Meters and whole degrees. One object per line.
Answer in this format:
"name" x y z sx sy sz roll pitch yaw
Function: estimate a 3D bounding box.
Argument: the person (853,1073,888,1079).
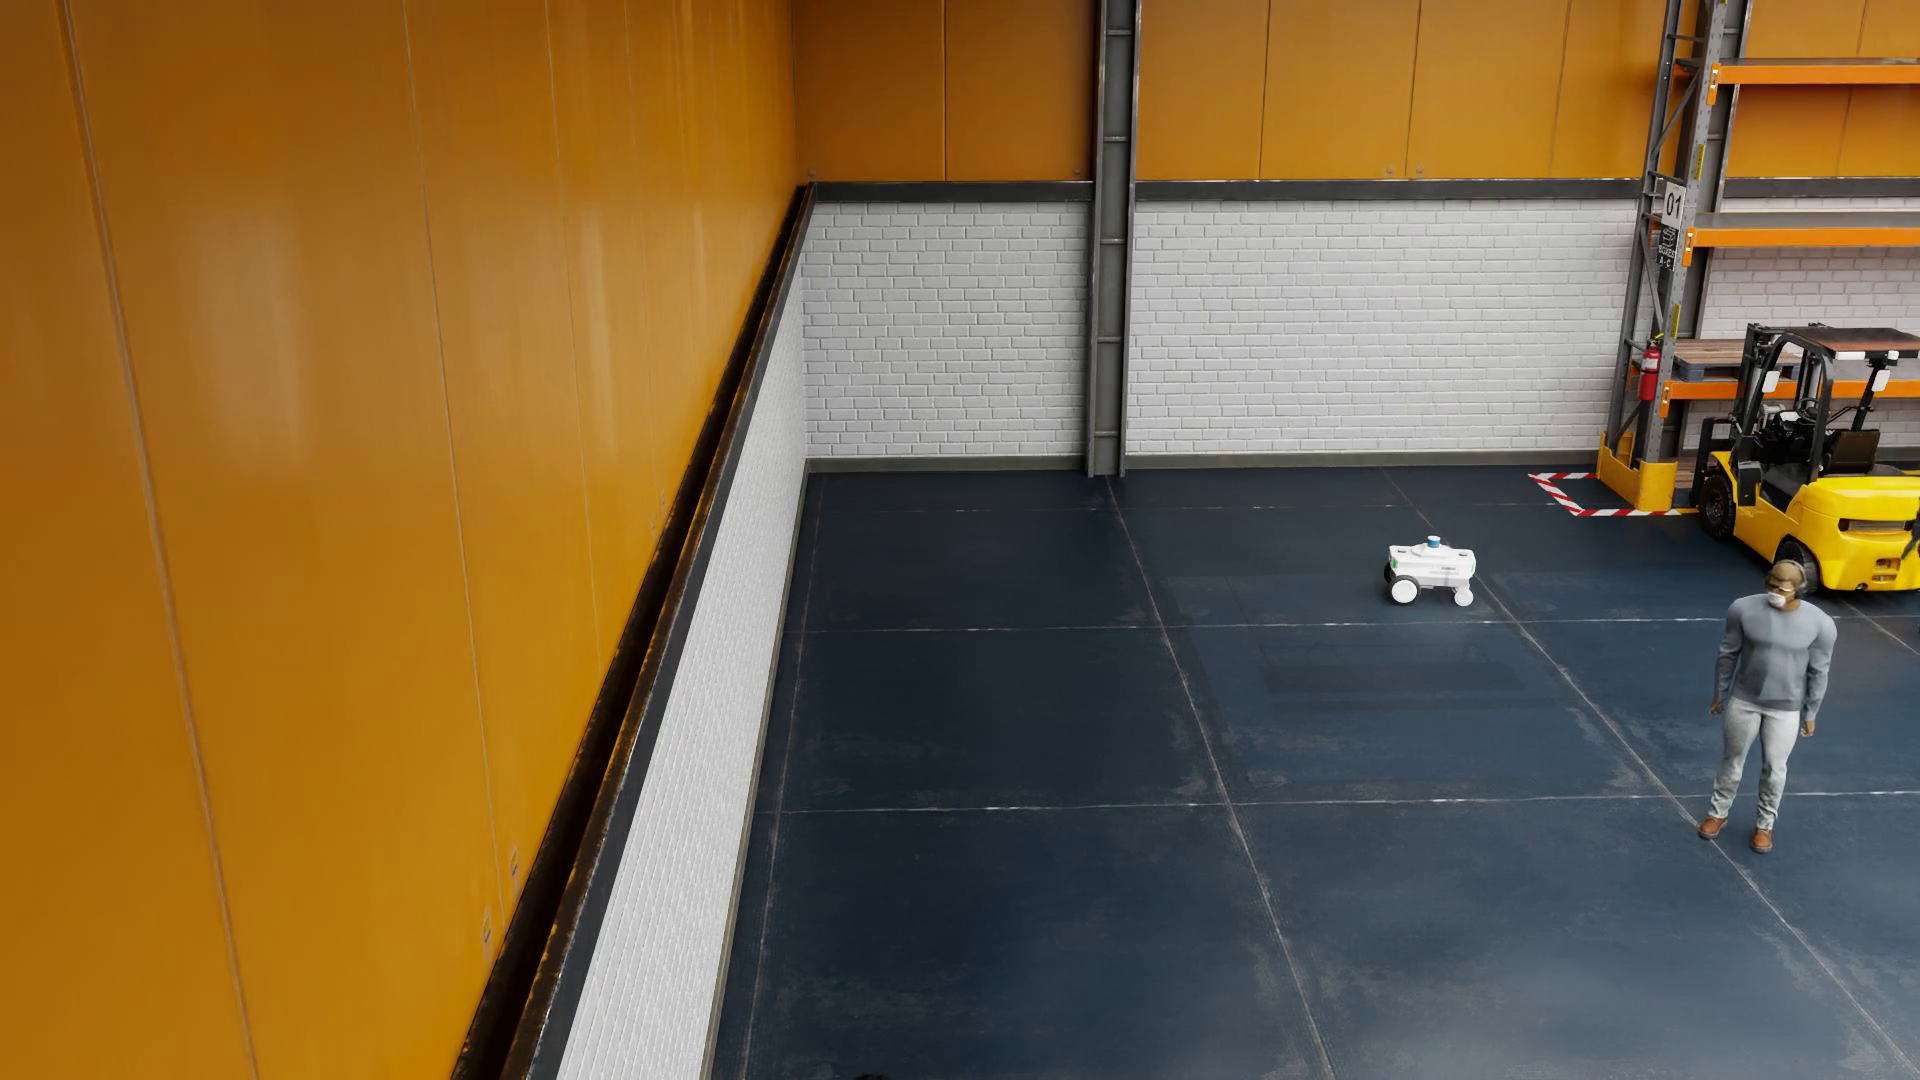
"person" -0.297 2.703 6.161 0.318 1.695 0.538 -6 21 -17

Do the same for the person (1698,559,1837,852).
"person" 5.031 1.019 10.383 0.630 1.936 0.360 13 24 32

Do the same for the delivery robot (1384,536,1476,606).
"delivery robot" 4.070 0.262 14.431 0.795 0.596 0.499 3 21 9

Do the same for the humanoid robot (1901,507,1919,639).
"humanoid robot" 8.003 0.001 13.508 0.610 1.655 0.314 -1 20 -3

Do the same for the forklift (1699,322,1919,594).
"forklift" 7.809 -0.792 14.926 1.214 2.155 2.313 -1 20 -2
